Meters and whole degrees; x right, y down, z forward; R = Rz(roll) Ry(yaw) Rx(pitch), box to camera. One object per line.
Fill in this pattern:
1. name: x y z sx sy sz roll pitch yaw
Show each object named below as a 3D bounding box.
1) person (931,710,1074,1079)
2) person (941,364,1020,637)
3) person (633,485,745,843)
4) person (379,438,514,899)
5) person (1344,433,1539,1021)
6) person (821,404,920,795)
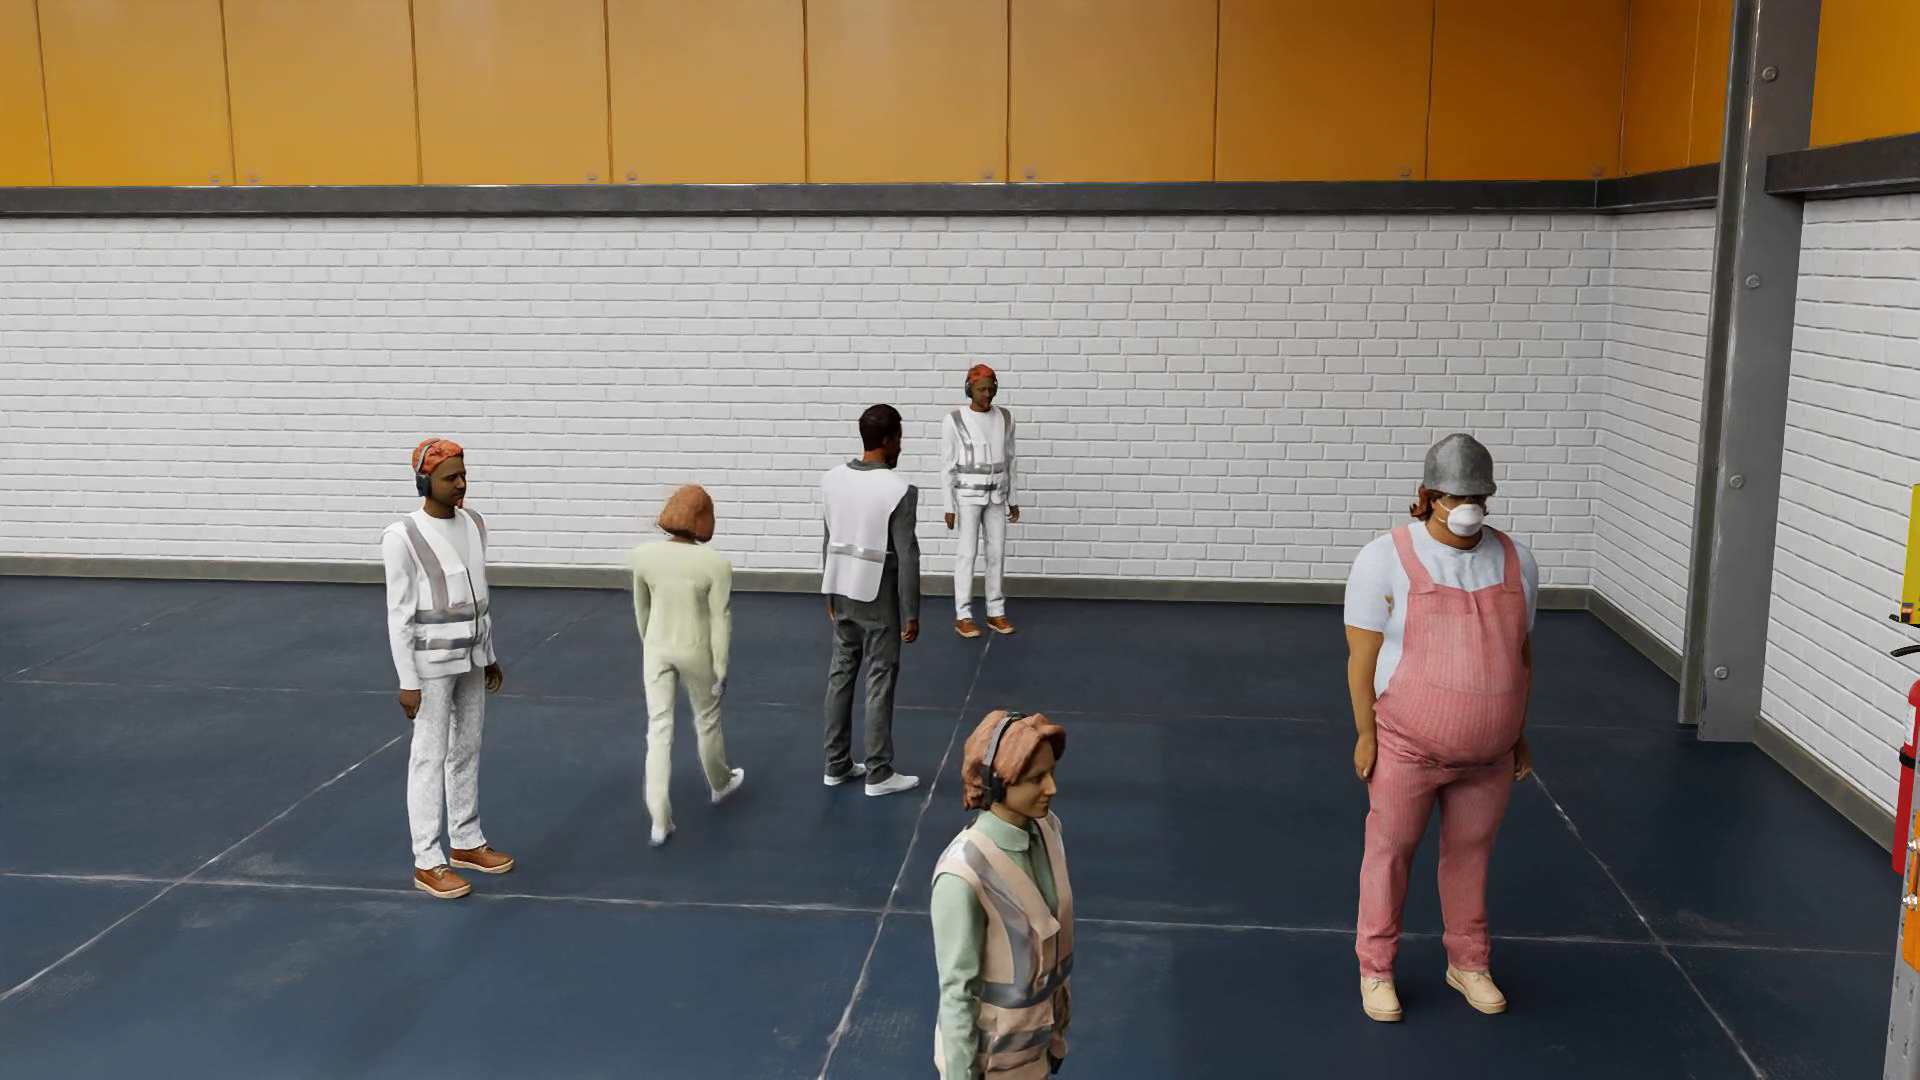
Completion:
1. person: 0.098 1.183 3.790 0.310 1.638 0.523 5 11 26
2. person: 0.141 -0.270 11.433 0.583 1.879 0.365 -6 11 -30
3. person: -1.251 0.536 7.641 0.505 1.585 0.834 2 10 9
4. person: -2.120 0.518 6.895 0.347 1.882 0.584 4 11 21
5. person: 1.685 0.646 5.714 0.679 2.000 0.537 -1 10 -8
6. person: -0.451 0.291 8.146 0.595 1.910 0.412 8 13 39
